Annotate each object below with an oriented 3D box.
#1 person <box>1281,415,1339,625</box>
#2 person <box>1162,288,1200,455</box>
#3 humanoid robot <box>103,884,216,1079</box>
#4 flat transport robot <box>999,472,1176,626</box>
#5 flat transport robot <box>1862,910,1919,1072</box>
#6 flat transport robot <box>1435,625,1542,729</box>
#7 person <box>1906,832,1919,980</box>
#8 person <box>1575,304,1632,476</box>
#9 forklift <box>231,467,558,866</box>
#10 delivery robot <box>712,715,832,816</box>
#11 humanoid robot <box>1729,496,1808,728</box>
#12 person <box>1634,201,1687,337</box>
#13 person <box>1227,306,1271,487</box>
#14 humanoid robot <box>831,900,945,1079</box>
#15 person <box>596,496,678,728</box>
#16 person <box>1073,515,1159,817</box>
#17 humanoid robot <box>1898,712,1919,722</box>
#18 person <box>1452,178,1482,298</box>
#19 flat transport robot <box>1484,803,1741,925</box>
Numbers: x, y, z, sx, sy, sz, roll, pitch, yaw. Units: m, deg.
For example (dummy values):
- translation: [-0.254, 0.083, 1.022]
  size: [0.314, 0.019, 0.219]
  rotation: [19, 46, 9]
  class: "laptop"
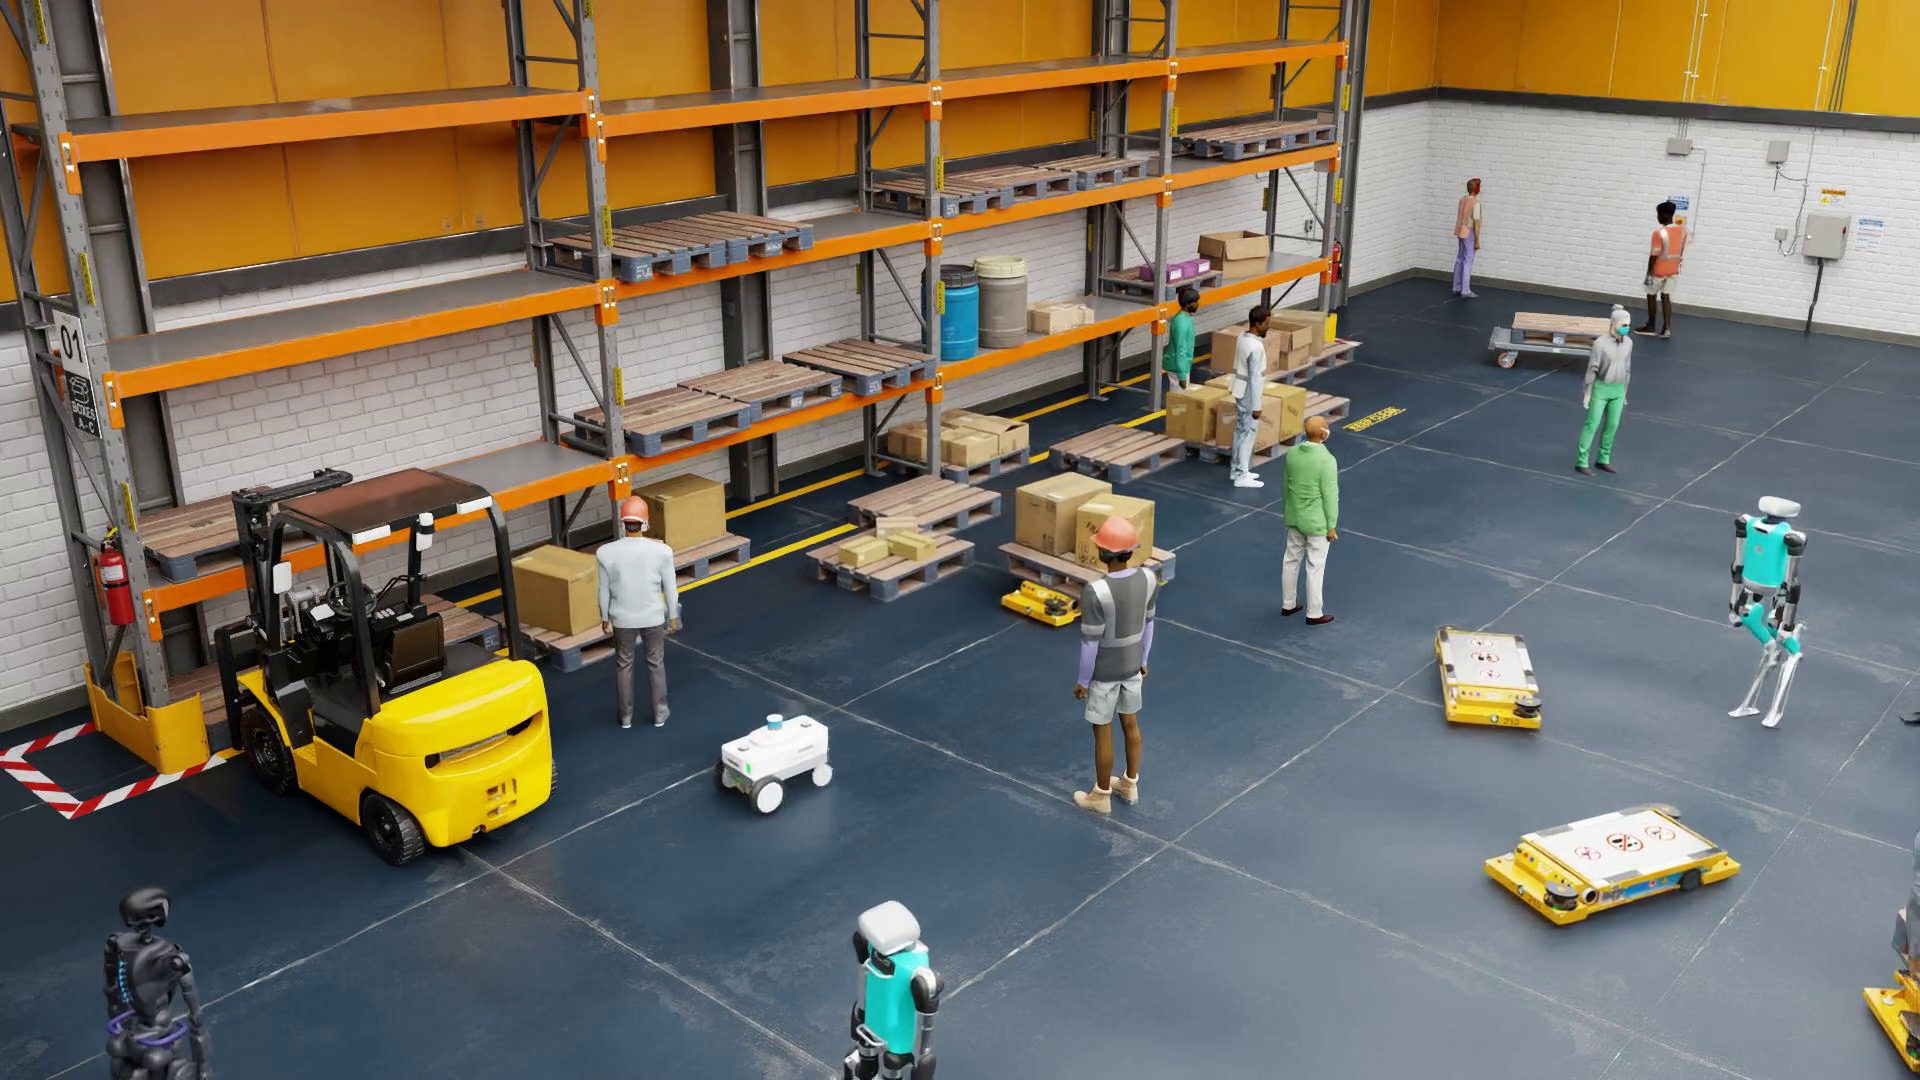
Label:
- translation: [2.911, -0.168, 13.820]
  size: [0.383, 1.784, 0.535]
  rotation: [-16, 25, -36]
  class: "person"
- translation: [2.424, -1.863, 18.331]
  size: [0.403, 1.843, 0.499]
  rotation: [4, 21, 10]
  class: "person"
- translation: [-3.573, 2.268, 7.440]
  size: [0.598, 1.621, 0.778]
  rotation: [8, 22, 20]
  class: "humanoid robot"
- translation: [1.093, 0.396, 14.478]
  size: [1.431, 0.231, 0.659]
  rotation: [-18, 27, -40]
  class: "flat transport robot"
- translation: [5.577, 2.552, 8.637]
  size: [1.431, 0.231, 0.659]
  rotation: [2, 20, 6]
  class: "flat transport robot"
- translation: [4.028, 1.035, 12.747]
  size: [0.659, 0.231, 1.431]
  rotation: [4, 21, 11]
  class: "flat transport robot"
- translation: [4.856, 1.939, 7.955]
  size: [0.716, 1.898, 0.368]
  rotation: [4, 21, 10]
  class: "person"
- translation: [6.799, -1.580, 17.565]
  size: [0.607, 1.841, 0.337]
  rotation: [-6, 21, -17]
  class: "person"
- translation: [-3.730, 0.710, 10.856]
  size: [2.313, 2.155, 1.214]
  rotation: [17, 26, 38]
  class: "forklift"
- translation: [-1.233, 1.455, 11.174]
  size: [0.757, 0.580, 0.499]
  rotation: [-17, 26, -39]
  class: "delivery robot"
- translation: [5.921, 0.504, 12.039]
  size: [0.730, 1.780, 0.534]
  rotation: [-10, 23, -26]
  class: "humanoid robot"
- translation: [9.940, -3.811, 23.463]
  size: [0.716, 1.936, 0.599]
  rotation: [-9, 22, -22]
  class: "person"
- translation: [2.991, -1.481, 17.208]
  size: [0.413, 1.907, 0.597]
  rotation: [-2, 20, -5]
  class: "person"
- translation: [-0.496, 2.416, 6.948]
  size: [1.005, 1.775, 0.530]
  rotation: [-15, 25, -34]
  class: "humanoid robot"
- translation: [-2.319, 0.524, 12.008]
  size: [0.571, 1.739, 0.347]
  rotation: [-3, 21, -9]
  class: "person"
- translation: [0.988, 0.813, 10.785]
  size: [0.605, 2.048, 0.366]
  rotation: [-15, 25, -35]
  class: "person"
- translation: [7.199, 0.544, 12.063]
  size: [0.653, 1.635, 0.610]
  rotation: [3, 20, 8]
  class: "humanoid robot"
- translation: [7.973, -4.741, 26.115]
  size: [0.390, 1.850, 0.565]
  rotation: [-5, 21, -12]
  class: "person"
- translation: [4.009, 1.973, 10.205]
  size: [1.431, 0.231, 0.659]
  rotation: [-9, 22, -22]
  class: "flat transport robot"
